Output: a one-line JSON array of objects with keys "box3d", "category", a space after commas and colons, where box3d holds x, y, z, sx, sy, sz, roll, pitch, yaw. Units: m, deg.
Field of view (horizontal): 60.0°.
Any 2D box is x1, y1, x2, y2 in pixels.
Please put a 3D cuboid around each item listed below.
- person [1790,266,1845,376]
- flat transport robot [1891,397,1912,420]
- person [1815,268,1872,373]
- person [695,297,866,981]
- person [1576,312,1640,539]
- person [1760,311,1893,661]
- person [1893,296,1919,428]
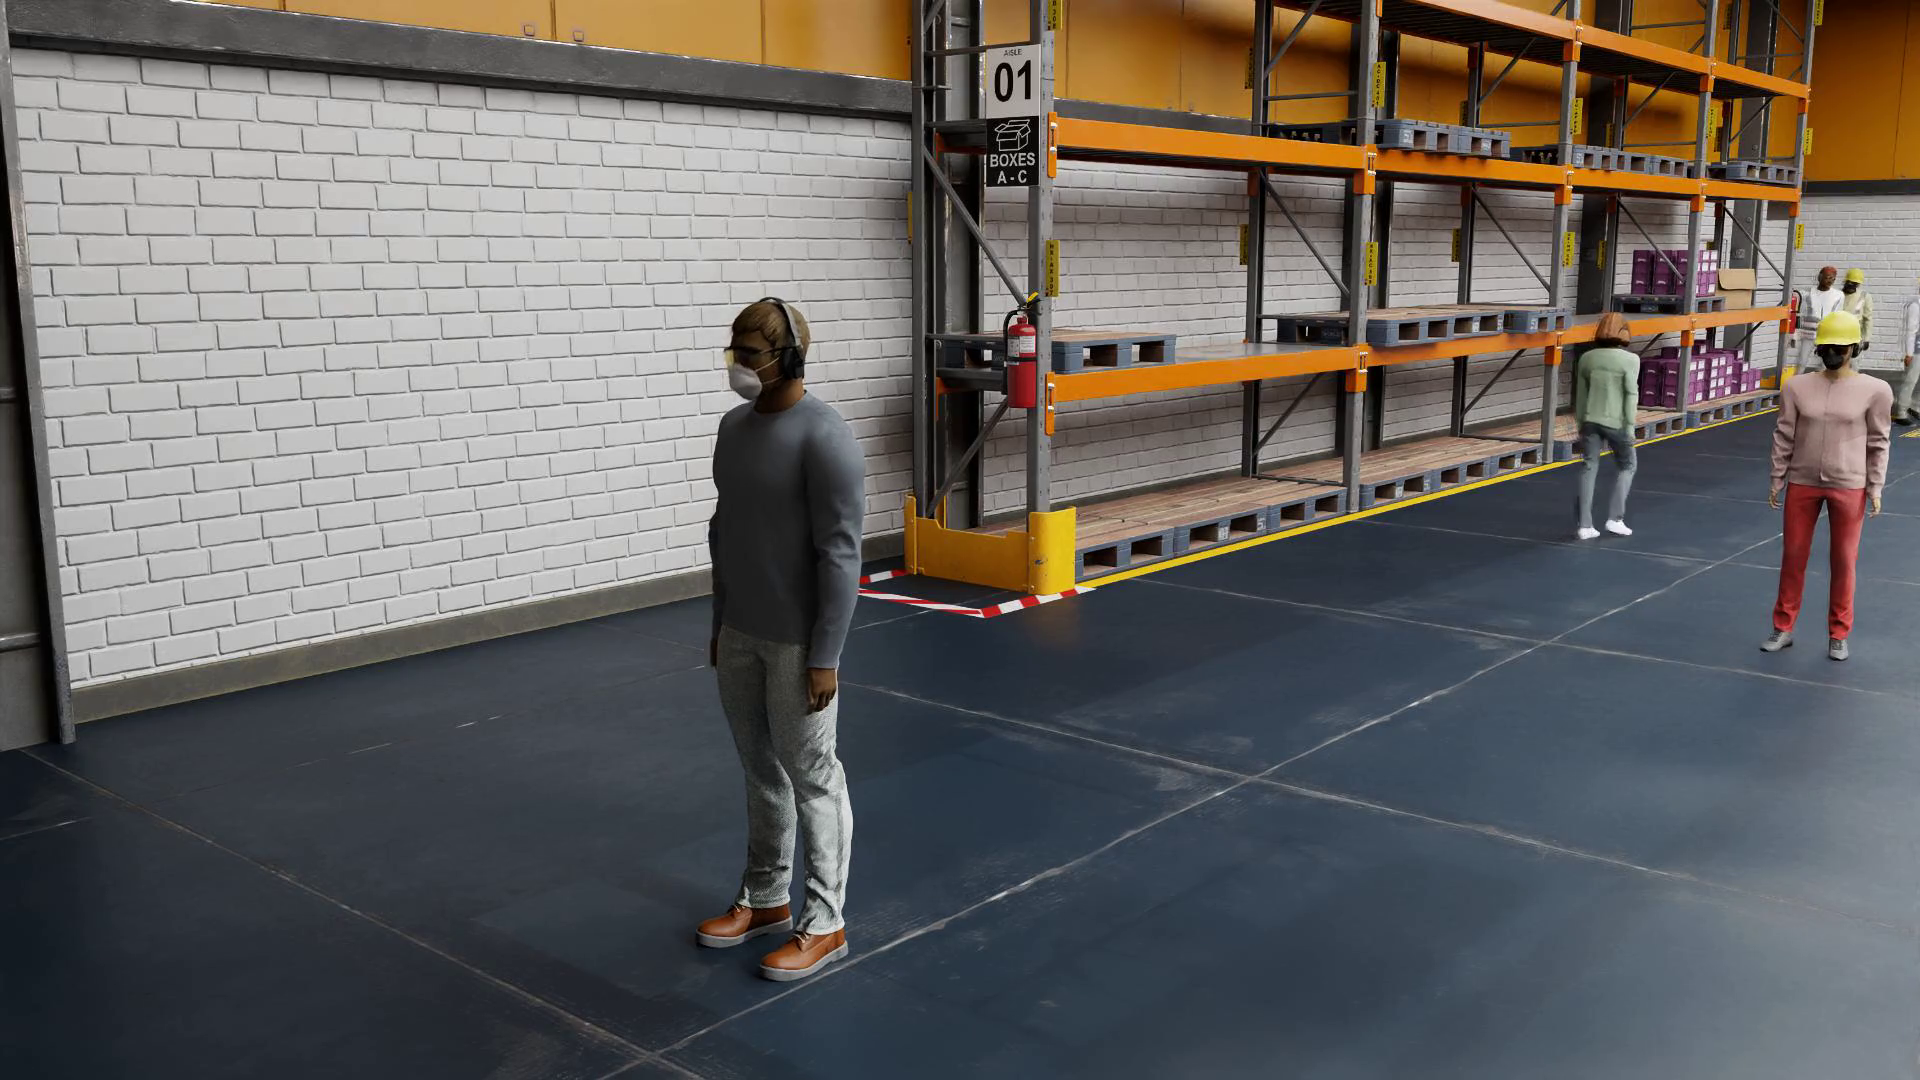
[{"box3d": [11.499, -2.760, 22.405, 0.637, 1.848, 0.744, 3, 10, 18], "category": "person"}, {"box3d": [11.238, -1.633, 20.413, 0.652, 0.197, 1.431, 8, 13, 38], "category": "flat transport robot"}, {"box3d": [11.867, -2.747, 22.404, 0.733, 1.814, 0.407, 9, 13, 41], "category": "person"}, {"box3d": [-0.524, 0.279, 4.781, 0.372, 1.940, 0.632, -9, 13, -41], "category": "person"}, {"box3d": [4.649, -0.817, 11.914, 0.574, 1.610, 0.521, -7, 12, -35], "category": "person"}, {"box3d": [4.372, -0.269, 8.404, 0.533, 1.765, 0.330, 8, 12, 37], "category": "person"}, {"box3d": [11.155, -2.188, 19.242, 0.710, 1.791, 0.492, -5, 11, -26], "category": "person"}]
